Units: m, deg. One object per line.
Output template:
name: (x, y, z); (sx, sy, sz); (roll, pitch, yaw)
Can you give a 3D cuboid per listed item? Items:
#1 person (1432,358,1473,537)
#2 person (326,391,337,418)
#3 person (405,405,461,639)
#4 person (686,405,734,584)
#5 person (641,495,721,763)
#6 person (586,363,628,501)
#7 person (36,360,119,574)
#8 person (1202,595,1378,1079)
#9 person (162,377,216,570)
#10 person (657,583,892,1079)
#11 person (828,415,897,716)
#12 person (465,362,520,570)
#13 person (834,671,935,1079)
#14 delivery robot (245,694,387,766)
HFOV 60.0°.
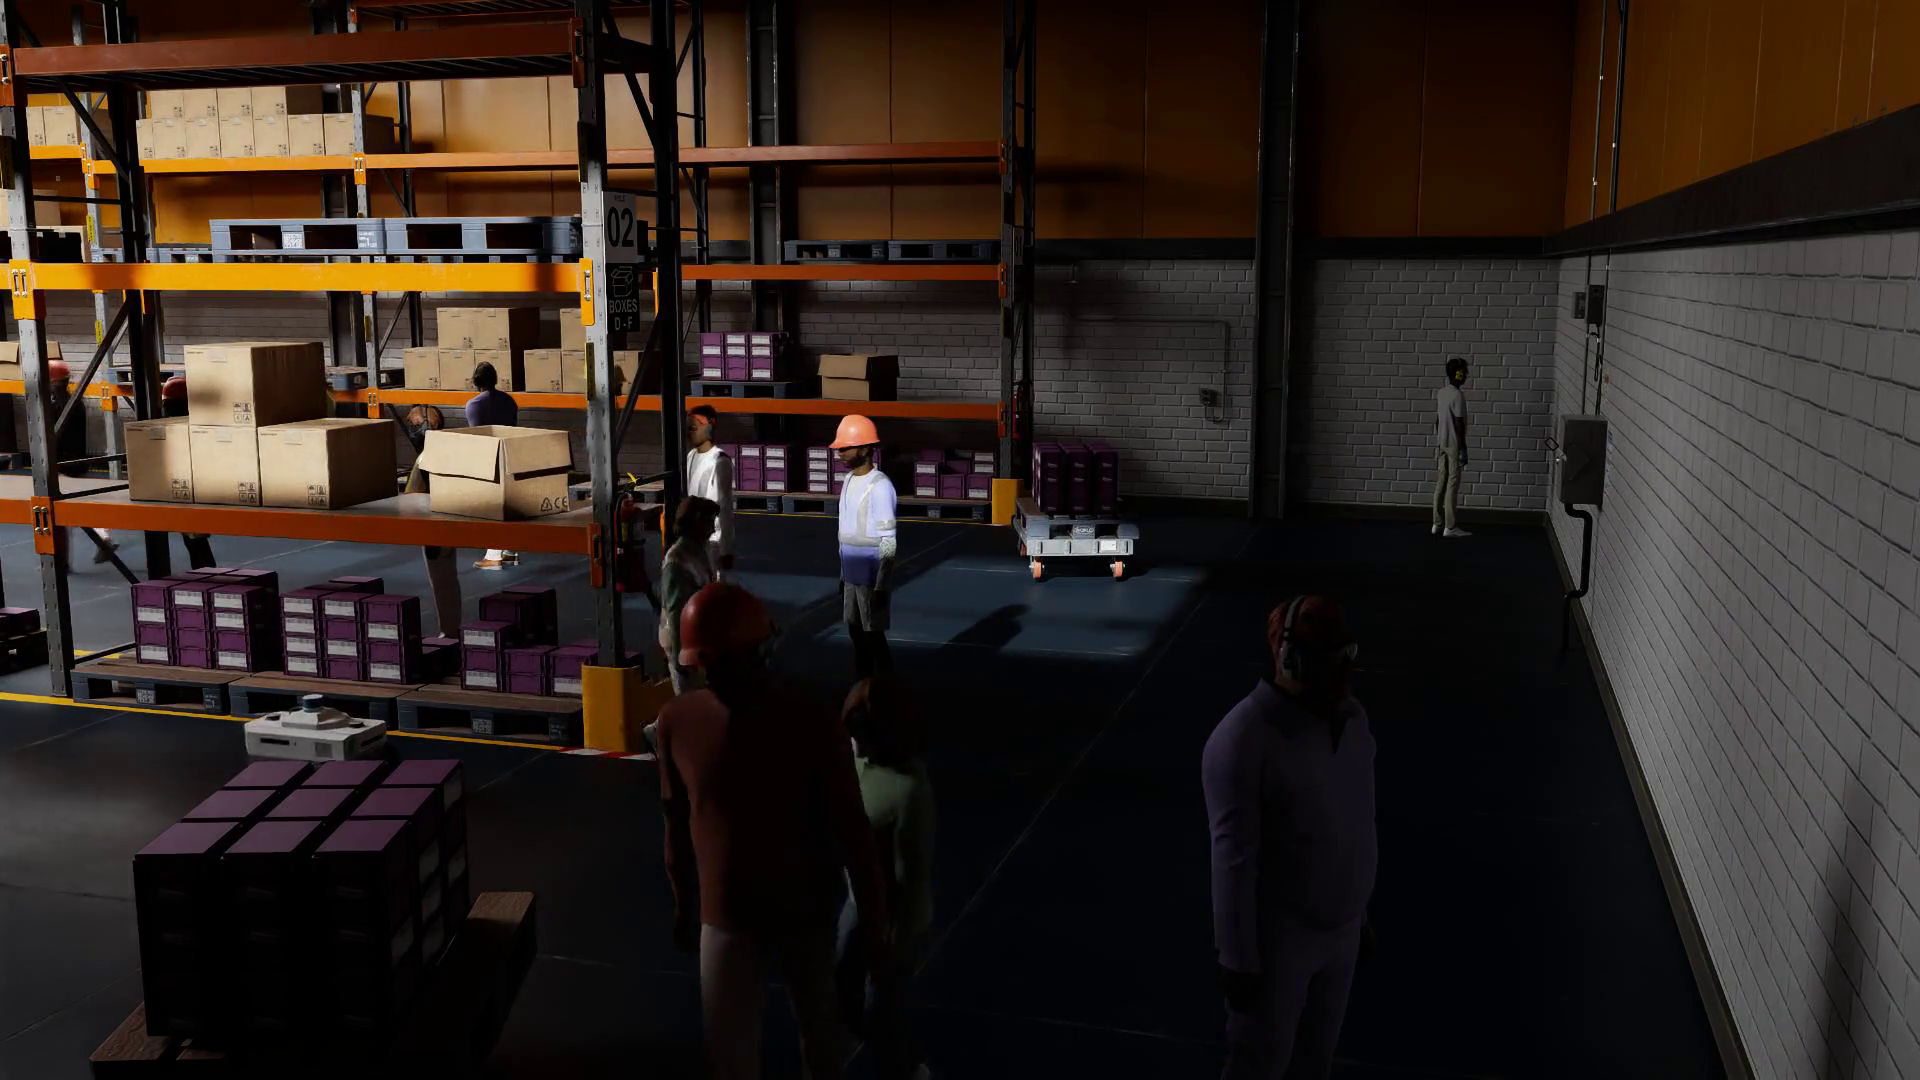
person: (5.162, -0.967, 17.391); (0.328, 1.873, 0.512); (-2, 10, -14)
person: (-6.711, -0.908, 17.240); (0.780, 1.820, 0.642); (2, 9, 10)
person: (-3.756, -0.048, 11.905); (0.429, 1.837, 0.626); (-3, 10, -16)
person: (-1.732, 0.011, 11.420); (0.349, 1.878, 0.589); (-6, 11, -30)
person: (-1.489, 0.549, 8.909); (0.510, 1.616, 0.551); (2, 9, 11)
person: (-3.757, -0.974, 17.650); (0.535, 1.803, 0.612); (-1, 9, -7)
person: (-8.202, -0.665, 15.253); (0.597, 1.972, 0.639); (-1, 9, -3)
person: (0.964, 1.096, 4.693); (0.643, 1.913, 0.408); (-9, 13, -43)
person: (-6.217, -0.345, 13.391); (0.356, 1.936, 0.551); (-8, 12, -39)
person: (-0.540, 1.074, 4.778); (0.742, 1.926, 1.036); (2, 10, 13)
person: (-0.597, 0.211, 10.011); (0.364, 1.934, 0.553); (-5, 11, -29)
person: (-4.354, -0.689, 15.490); (0.355, 1.936, 0.633); (4, 10, 24)
person: (-0.261, 1.169, 5.128); (0.347, 1.607, 0.561); (-5, 10, -27)
delivery robot: (-3.396, 1.057, 8.767); (0.707, 0.478, 0.477); (3, 10, 17)
